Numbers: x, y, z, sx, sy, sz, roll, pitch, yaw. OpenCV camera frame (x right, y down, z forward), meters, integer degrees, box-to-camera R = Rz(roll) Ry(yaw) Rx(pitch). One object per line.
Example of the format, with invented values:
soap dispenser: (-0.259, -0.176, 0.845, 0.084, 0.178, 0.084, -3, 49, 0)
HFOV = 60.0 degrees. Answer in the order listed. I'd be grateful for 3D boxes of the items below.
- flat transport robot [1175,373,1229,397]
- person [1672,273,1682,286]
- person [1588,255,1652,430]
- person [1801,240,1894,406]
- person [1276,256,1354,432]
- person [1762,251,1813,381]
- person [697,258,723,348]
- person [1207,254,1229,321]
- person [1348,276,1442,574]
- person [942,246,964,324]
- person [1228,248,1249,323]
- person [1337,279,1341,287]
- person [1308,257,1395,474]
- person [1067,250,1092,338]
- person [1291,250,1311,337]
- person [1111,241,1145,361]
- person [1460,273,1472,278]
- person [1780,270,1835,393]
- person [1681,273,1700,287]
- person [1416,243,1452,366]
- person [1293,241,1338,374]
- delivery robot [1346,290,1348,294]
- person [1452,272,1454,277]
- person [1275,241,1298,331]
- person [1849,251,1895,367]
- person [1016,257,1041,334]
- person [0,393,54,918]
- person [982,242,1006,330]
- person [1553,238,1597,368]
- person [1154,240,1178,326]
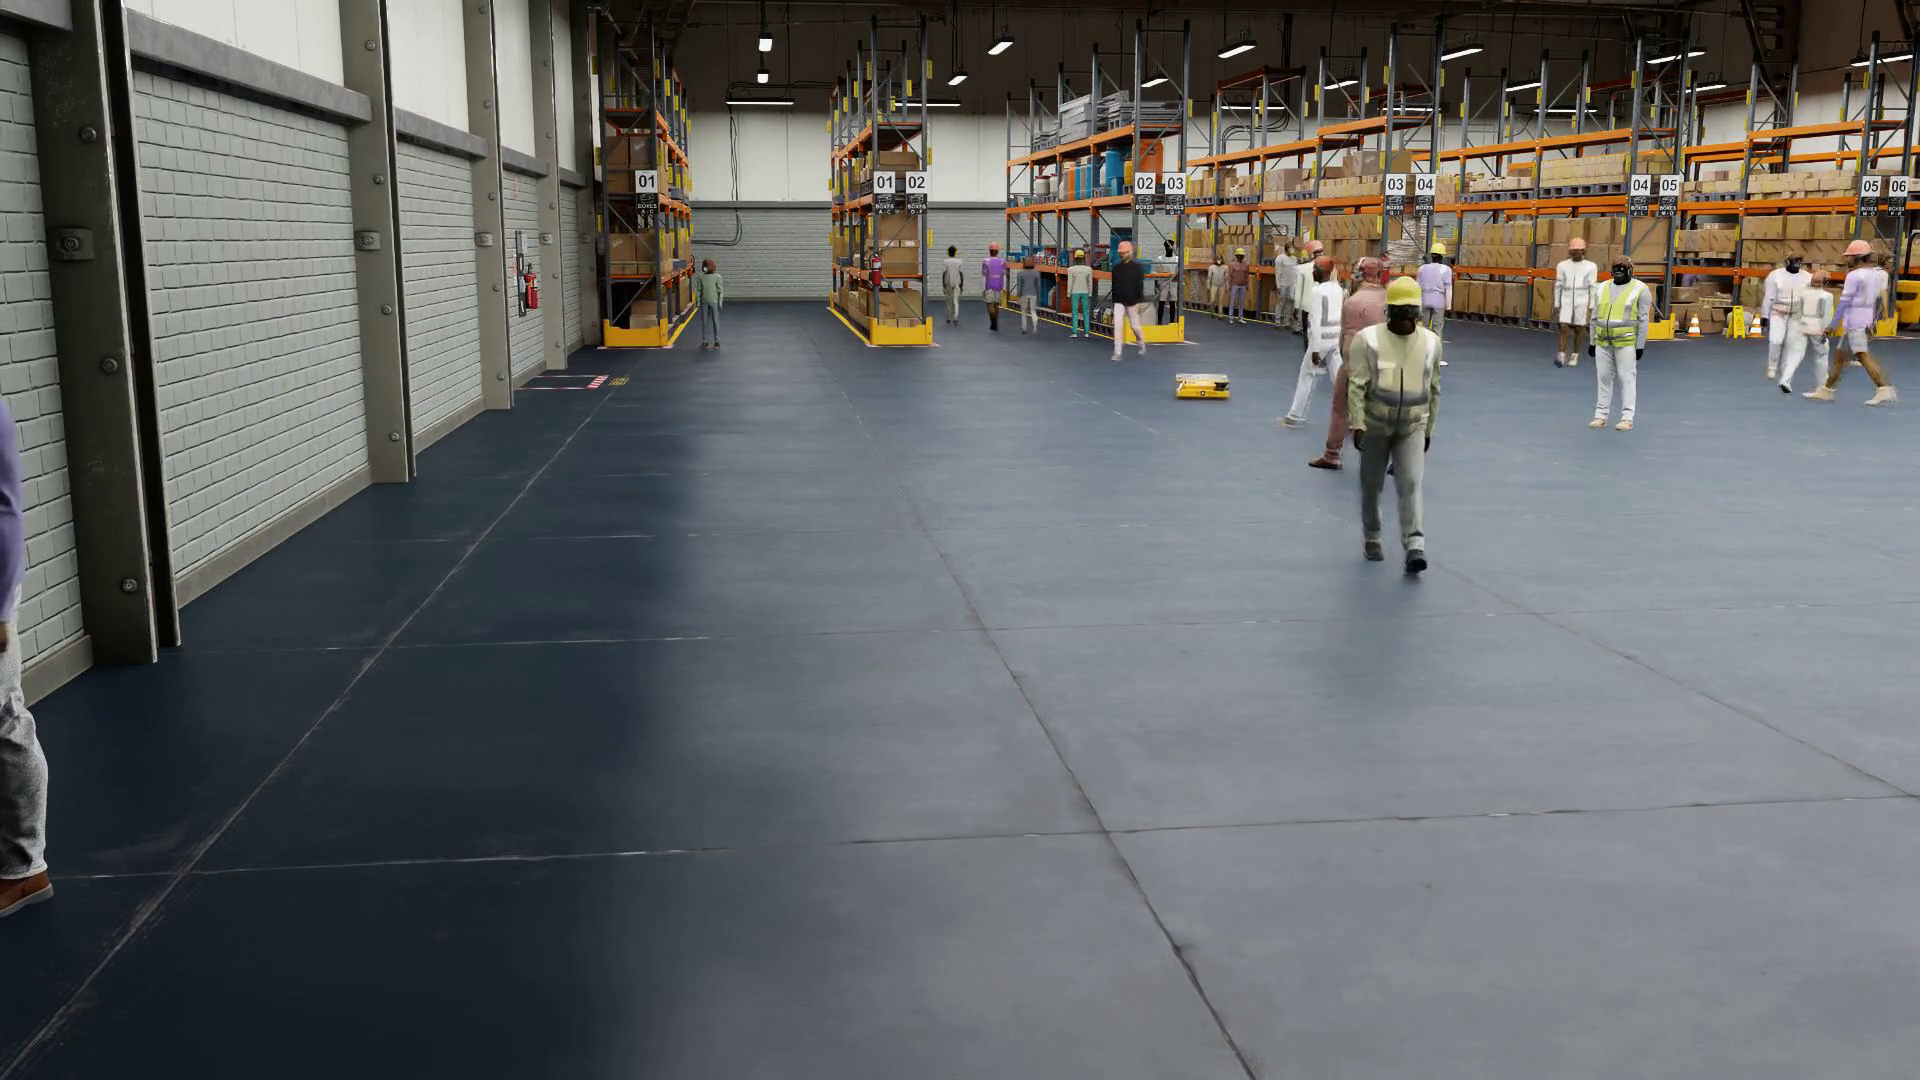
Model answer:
flat transport robot: (3.114, -2.005, 21.440, 0.652, 0.197, 1.431, 1, 10, 7)
person: (18.682, -6.875, 43.679, 0.614, 1.894, 0.670, 2, 11, 13)
person: (6.943, -2.078, 17.576, 0.430, 1.838, 0.632, -8, 13, -39)
person: (10.846, -2.614, 20.094, 1.070, 1.998, 0.629, 10, 14, 43)
person: (3.806, -2.044, 17.387, 0.589, 1.832, 1.014, -9, 14, -41)
person: (11.666, -3.149, 23.433, 0.654, 1.826, 0.449, 2, 11, 11)
person: (-4.580, -4.328, 30.440, 0.504, 1.631, 0.280, 3, 11, 16)
person: (6.250, -6.098, 40.196, 0.529, 1.612, 0.538, 0, 10, 2)
person: (2.653, -0.700, 10.129, 0.588, 1.778, 0.937, 1, 10, 3)
person: (-0.159, -5.932, 38.732, 0.529, 1.837, 0.971, -1, 10, -8)
person: (6.550, -5.965, 39.050, 0.533, 1.766, 0.315, -3, 11, -16)
person: (11.492, -7.992, 50.537, 0.617, 1.614, 0.537, -1, 10, -7)
person: (3.509, -1.496, 14.291, 0.657, 1.865, 0.979, -8, 13, -38)
person: (2.391, -4.924, 33.347, 0.533, 1.765, 0.326, -2, 11, -12)
person: (6.967, -4.970, 33.589, 0.583, 1.779, 0.976, -5, 11, -23)
person: (2.779, -3.939, 27.400, 0.614, 1.967, 0.841, 5, 12, 28)
person: (15.061, -7.843, 49.816, 0.874, 1.585, 0.518, -1, 10, -8)
person: (11.055, -2.702, 21.613, 0.827, 1.602, 0.526, -5, 11, -25)
person: (20.545, -7.444, 46.881, 0.652, 1.877, 0.874, -2, 11, -10)
person: (7.488, -3.713, 26.259, 0.594, 1.924, 0.381, 9, 14, 40)
person: (5.348, -3.489, 24.922, 0.698, 1.955, 0.850, 1, 10, 8)
delivery robot: (11.919, -7.372, 49.824, 0.477, 0.478, 0.707, -10, 14, -44)
person: (14.229, -7.772, 48.622, 0.853, 1.906, 0.550, -3, 11, -17)
person: (7.061, -5.490, 36.002, 0.626, 1.934, 0.363, -7, 12, -33)
person: (14.225, -3.600, 25.967, 0.523, 1.804, 0.525, 1, 10, 5)
person: (1.430, -5.062, 34.510, 0.506, 1.621, 0.472, -1, 10, -7)
person: (-2.993, 0.169, 4.947, 0.627, 1.941, 0.374, 8, 13, 37)
person: (0.749, -5.501, 36.084, 0.550, 1.921, 0.569, -2, 11, -12)
person: (9.492, -3.655, 25.732, 0.635, 2.000, 0.983, 5, 12, 27)
person: (4.496, -5.495, 35.920, 0.614, 1.964, 0.361, -1, 10, -4)
